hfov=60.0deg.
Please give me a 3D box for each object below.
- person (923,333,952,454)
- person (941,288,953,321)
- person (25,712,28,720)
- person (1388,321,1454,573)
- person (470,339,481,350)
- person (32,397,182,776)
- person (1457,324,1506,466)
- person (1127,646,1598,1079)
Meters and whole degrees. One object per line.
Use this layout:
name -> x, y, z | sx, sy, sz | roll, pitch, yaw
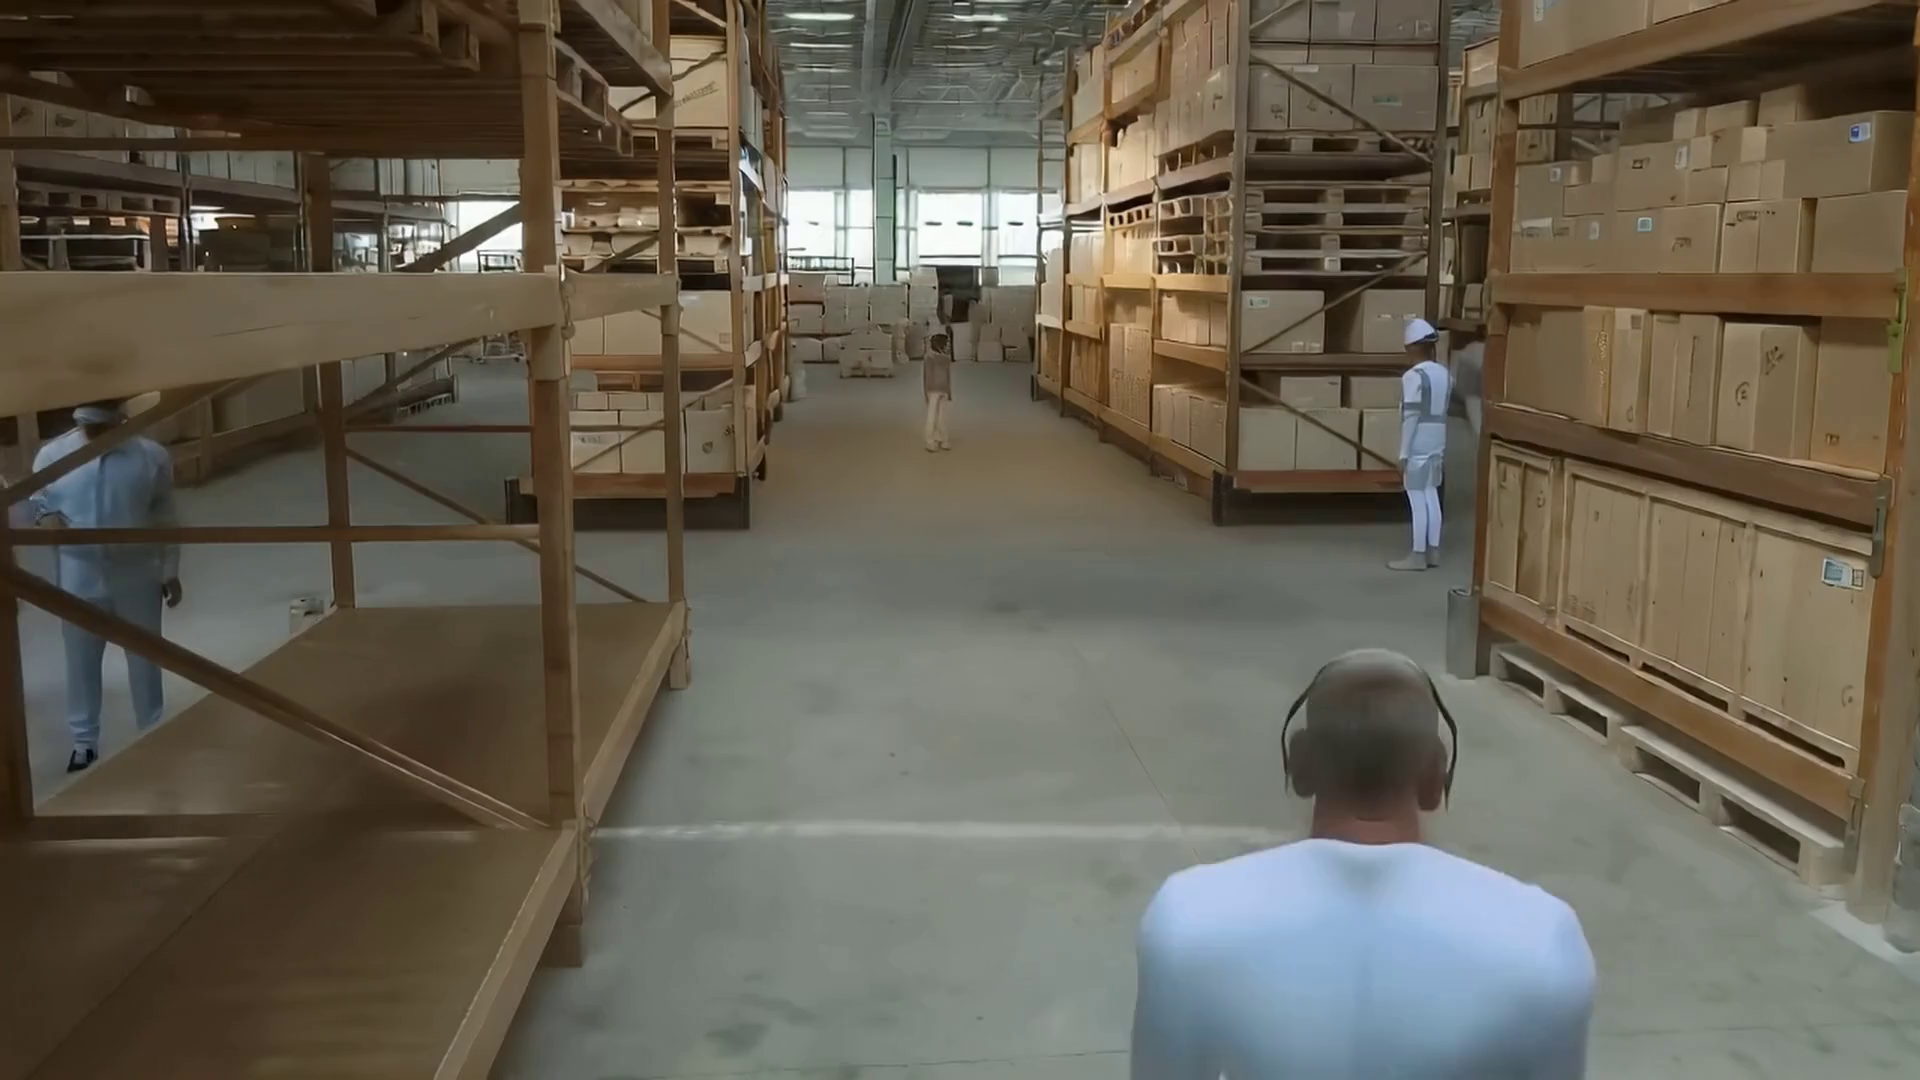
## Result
person -> -0.301, -1.977, 22.444 | 0.281, 1.634, 0.498 | 8, 12, 42
person -> -0.494, -9.215, 67.129 | 0.549, 1.893, 1.004 | -6, 11, -33
person -> -5.065, 0.262, 8.364 | 0.565, 1.636, 0.914 | 2, 9, 11
person -> 3.716, -0.748, 13.478 | 0.392, 2.034, 0.605 | 9, 13, 44
person -> -15.705, -7.053, 53.836 | 0.518, 1.802, 0.967 | -1, 9, -4
person -> -4.127, 0.178, 8.081 | 0.636, 1.903, 0.405 | -5, 10, -28
person -> 6.630, -1.832, 21.052 | 0.629, 1.802, 0.927 | 1, 9, 4
person -> 0.557, 1.082, 2.461 | 0.650, 1.887, 1.015 | 1, 9, 8
